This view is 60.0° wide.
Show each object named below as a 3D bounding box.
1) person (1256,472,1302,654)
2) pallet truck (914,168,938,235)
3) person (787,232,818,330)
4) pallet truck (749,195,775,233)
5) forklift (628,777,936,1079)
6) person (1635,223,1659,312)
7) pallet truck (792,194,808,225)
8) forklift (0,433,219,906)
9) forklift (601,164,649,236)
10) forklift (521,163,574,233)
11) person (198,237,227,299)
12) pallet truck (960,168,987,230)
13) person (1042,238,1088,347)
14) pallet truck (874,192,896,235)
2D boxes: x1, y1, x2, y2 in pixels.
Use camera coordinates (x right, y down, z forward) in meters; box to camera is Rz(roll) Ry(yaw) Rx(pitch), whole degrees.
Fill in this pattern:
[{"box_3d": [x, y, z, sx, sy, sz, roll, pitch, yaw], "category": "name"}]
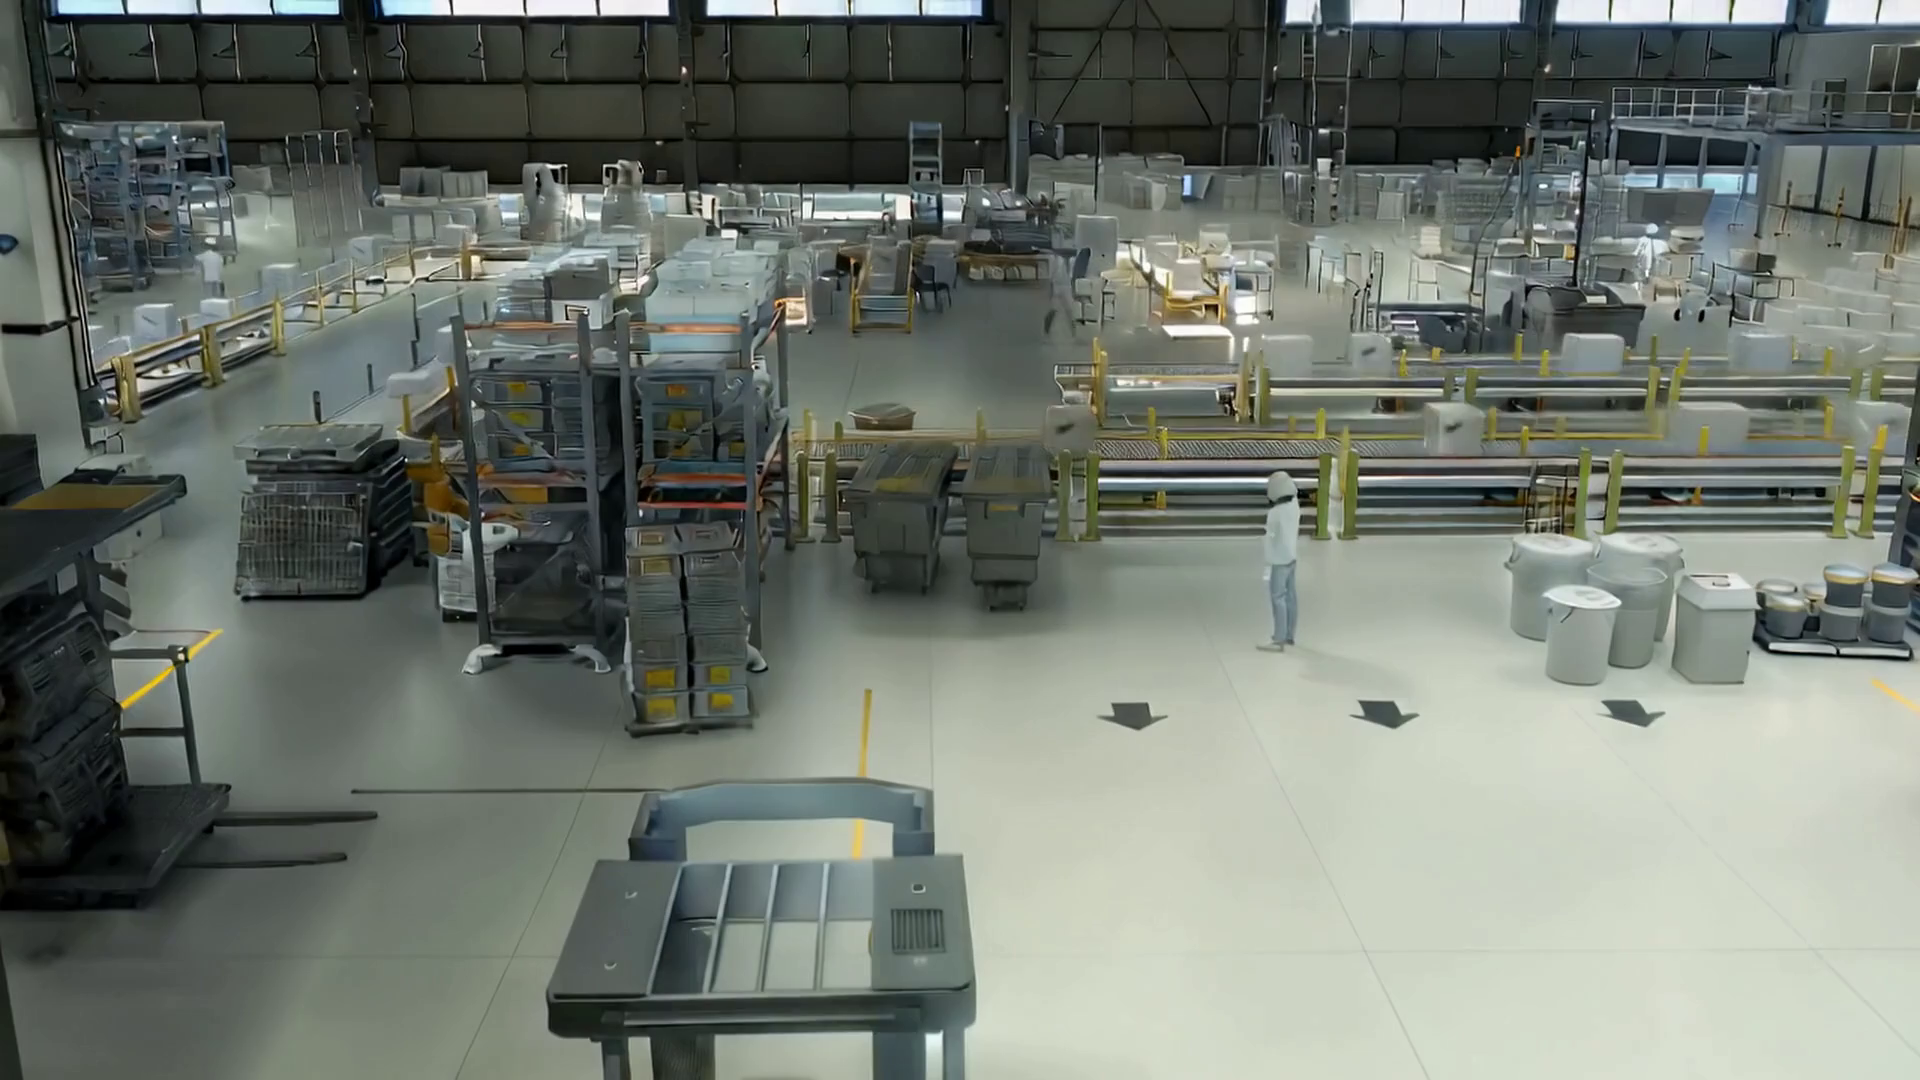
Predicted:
[{"box_3d": [2.815, 0.197, 14.613, 0.279, 1.633, 0.497, 12, 20, 36], "category": "person"}, {"box_3d": [-0.989, -10.316, 50.507, 0.823, 1.965, 1.885, 1, 16, 3], "category": "pallet truck"}, {"box_3d": [-3.075, -5.033, 32.328, 0.635, 1.899, 0.401, 6, 17, 21], "category": "person"}, {"box_3d": [-6.051, -9.967, 50.660, 0.680, 1.201, 1.601, 0, 16, -1], "category": "pallet truck"}, {"box_3d": [-0.542, 2.165, 5.552, 1.129, 2.768, 1.873, -1, 16, -2], "category": "forklift"}, {"box_3d": [14.360, -5.706, 34.797, 0.403, 1.822, 0.588, 2, 16, 6], "category": "person"}, {"box_3d": [-4.814, -9.883, 50.259, 0.704, 1.261, 1.522, -1, 16, -3], "category": "pallet truck"}, {"box_3d": [-5.952, 0.780, 10.366, 1.873, 2.768, 1.129, 0, 16, -1], "category": "forklift"}, {"box_3d": [-9.948, -10.127, 49.296, 1.157, 1.987, 2.680, -1, 16, -3], "category": "forklift"}, {"box_3d": [-12.233, -10.122, 49.298, 1.157, 1.987, 2.680, 0, 16, -1], "category": "forklift"}, {"box_3d": [-14.799, -5.152, 33.046, 0.527, 1.726, 0.852, -1, 16, -3], "category": "person"}, {"box_3d": [0.383, -10.230, 50.206, 0.823, 1.965, 1.885, -1, 16, -3], "category": "pallet truck"}, {"box_3d": [1.854, -4.509, 30.373, 0.712, 1.976, 1.036, -11, 20, -35], "category": "person"}, {"box_3d": [-2.277, -9.986, 50.594, 0.653, 1.274, 1.630, 0, 16, -1], "category": "pallet truck"}]
